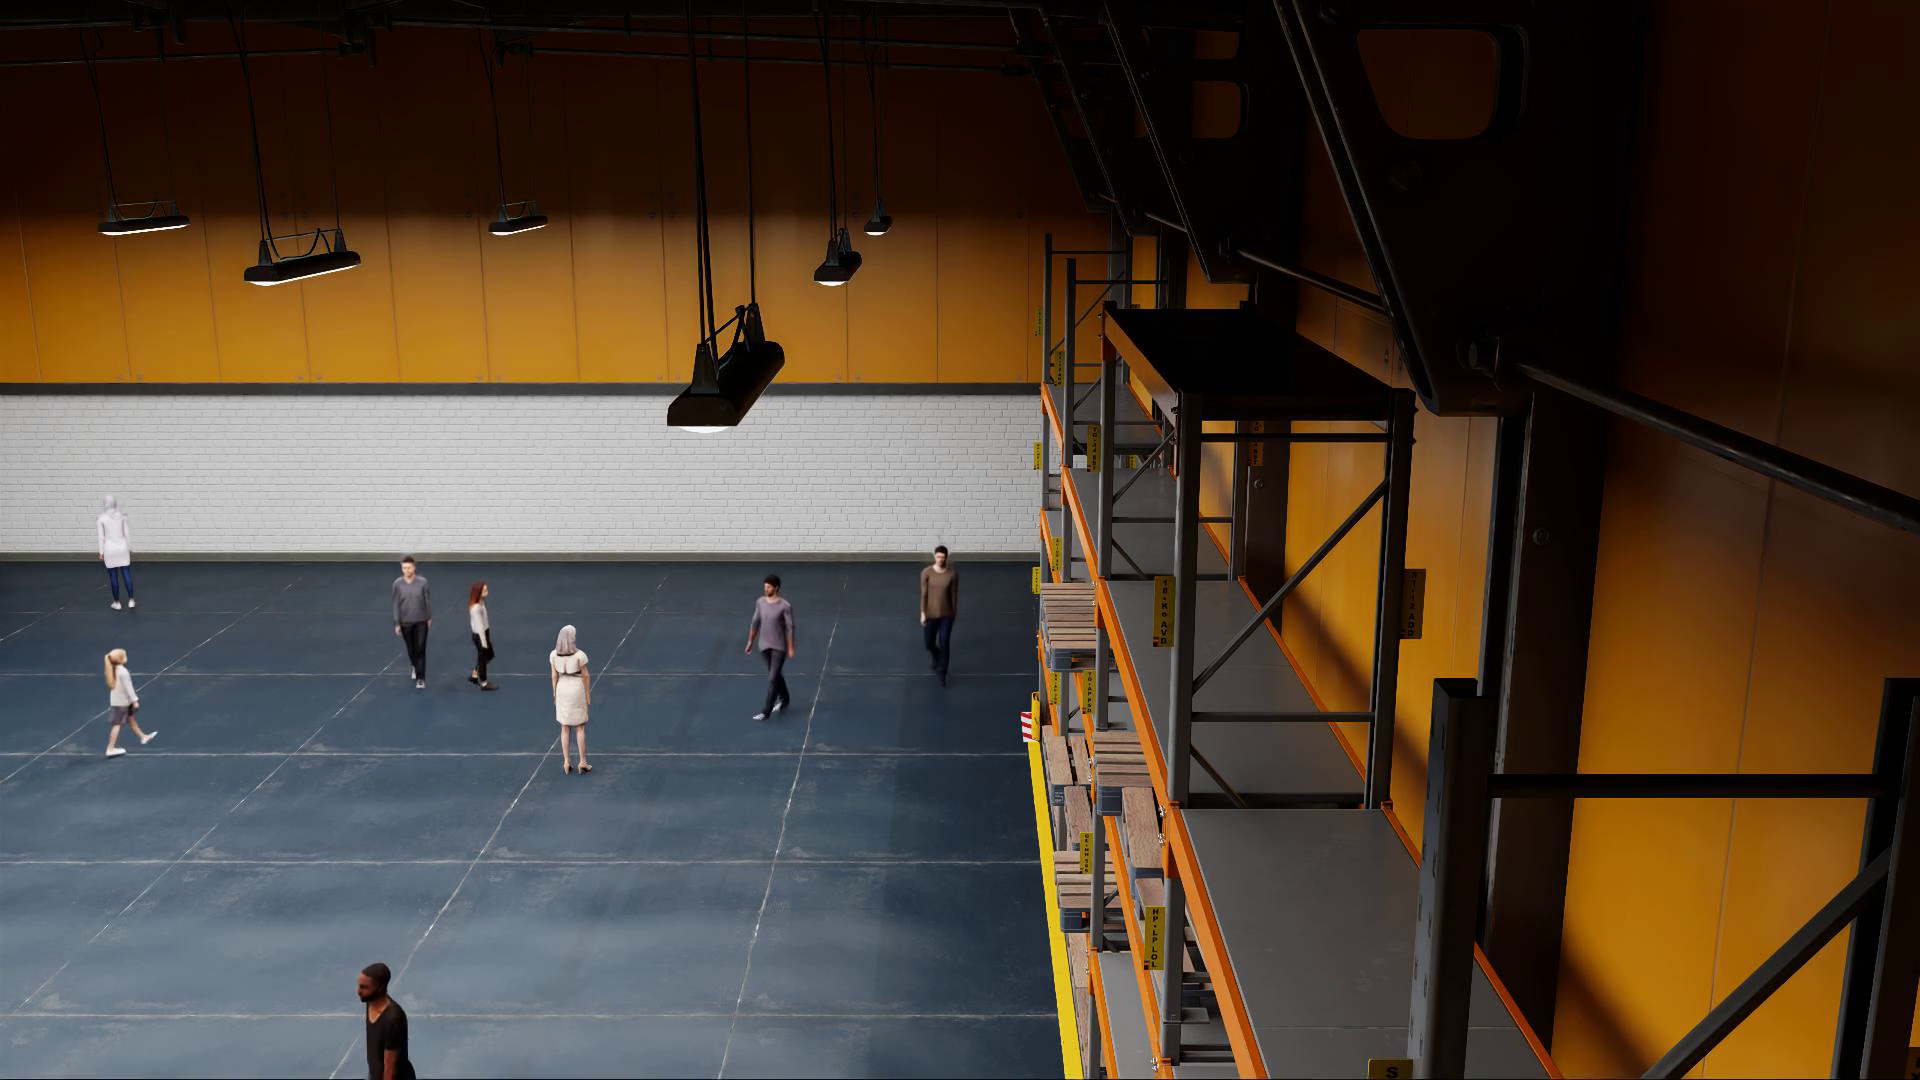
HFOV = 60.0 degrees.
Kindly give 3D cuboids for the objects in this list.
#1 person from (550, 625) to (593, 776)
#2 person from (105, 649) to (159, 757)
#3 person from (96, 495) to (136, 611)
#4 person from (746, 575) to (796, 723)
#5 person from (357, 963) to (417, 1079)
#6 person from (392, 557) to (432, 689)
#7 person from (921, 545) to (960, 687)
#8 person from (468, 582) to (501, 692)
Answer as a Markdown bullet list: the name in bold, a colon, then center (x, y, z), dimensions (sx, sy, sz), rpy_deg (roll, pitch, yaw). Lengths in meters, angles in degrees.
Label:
- **person**: center (-4.394, 1.806, 18.835), dimensions (0.613, 1.736, 0.564), rpy_deg (1, 14, 5)
- **person**: center (-9.866, 1.913, 19.443), dimensions (0.840, 1.242, 0.914), rpy_deg (12, 18, 41)
- **person**: center (-12.934, 0.177, 25.483), dimensions (0.701, 1.775, 0.737), rpy_deg (-11, 17, -37)
- **person**: center (-2.263, 1.313, 20.703), dimensions (1.063, 1.815, 1.214), rpy_deg (9, 16, 34)
- **person**: center (-3.734, 3.632, 11.176), dimensions (0.848, 1.793, 0.787), rpy_deg (-12, 18, -40)
- **person**: center (-7.199, 1.073, 21.920), dimensions (0.794, 1.710, 1.214), rpy_deg (-3, 14, -12)
- **person**: center (-0.273, 0.970, 22.000), dimensions (0.706, 1.872, 0.951), rpy_deg (1, 14, 5)
- **person**: center (-6.293, 1.263, 21.630), dimensions (0.689, 1.477, 0.608), rpy_deg (-3, 14, -11)
